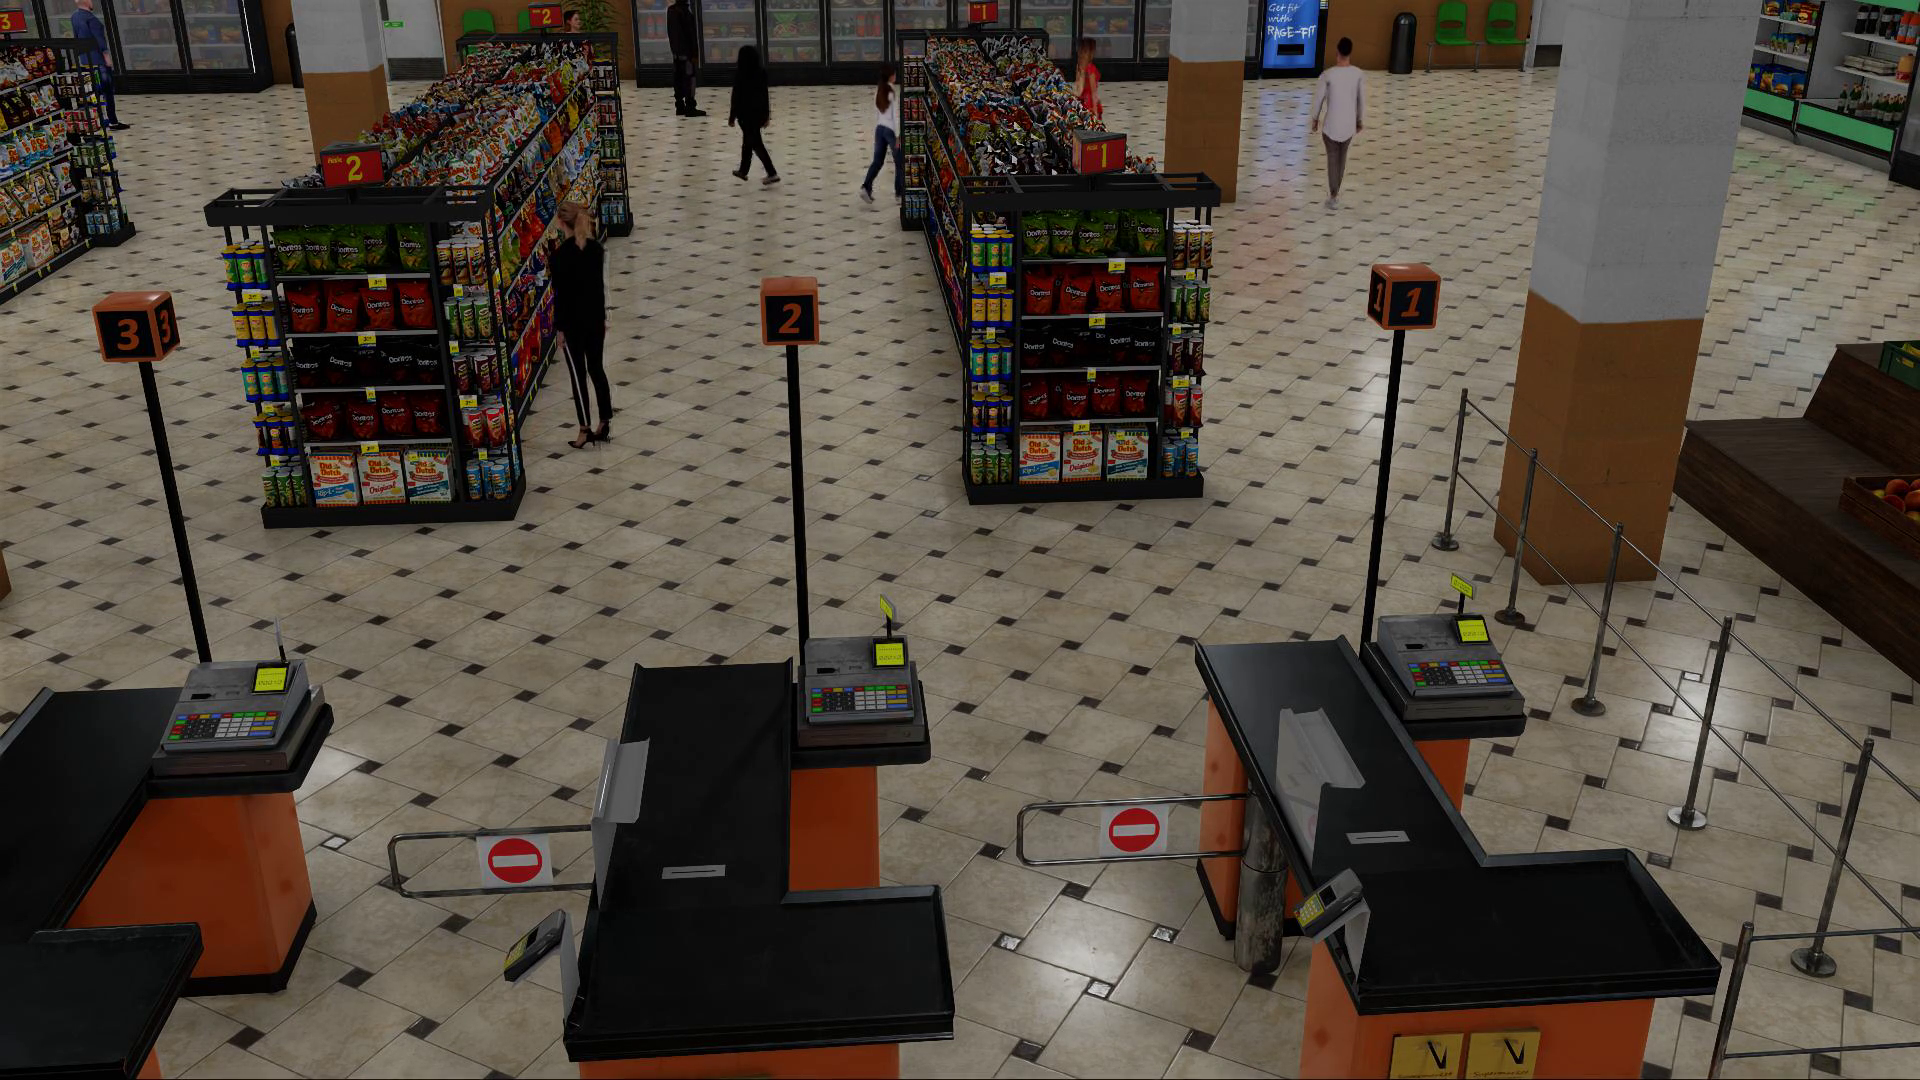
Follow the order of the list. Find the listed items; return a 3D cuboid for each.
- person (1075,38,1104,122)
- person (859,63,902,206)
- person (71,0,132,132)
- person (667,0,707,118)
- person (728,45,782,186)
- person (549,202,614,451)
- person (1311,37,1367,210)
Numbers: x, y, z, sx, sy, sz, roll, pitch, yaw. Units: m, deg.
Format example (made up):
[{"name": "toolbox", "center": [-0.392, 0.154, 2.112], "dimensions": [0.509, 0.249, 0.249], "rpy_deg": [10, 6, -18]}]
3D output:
[{"name": "person", "center": [1.487, -5.270, 20.225], "dimensions": [0.772, 1.576, 0.924], "rpy_deg": [-8, 25, -18]}, {"name": "person", "center": [-0.860, -4.481, 18.480], "dimensions": [0.935, 1.529, 1.064], "rpy_deg": [15, 28, 31]}, {"name": "person", "center": [-11.900, -6.585, 22.918], "dimensions": [0.800, 1.826, 0.788], "rpy_deg": [11, 26, 23]}, {"name": "person", "center": [-4.006, -7.072, 24.032], "dimensions": [0.772, 1.825, 0.853], "rpy_deg": [22, 32, 40]}, {"name": "person", "center": [-2.372, -4.911, 19.396], "dimensions": [1.141, 1.581, 1.116], "rpy_deg": [17, 29, 34]}, {"name": "person", "center": [-2.562, -1.453, 11.341], "dimensions": [0.755, 1.705, 0.684], "rpy_deg": [16, 28, 32]}, {"name": "person", "center": [4.201, -4.570, 18.318], "dimensions": [0.688, 1.822, 0.832], "rpy_deg": [-2, 24, -5]}]
